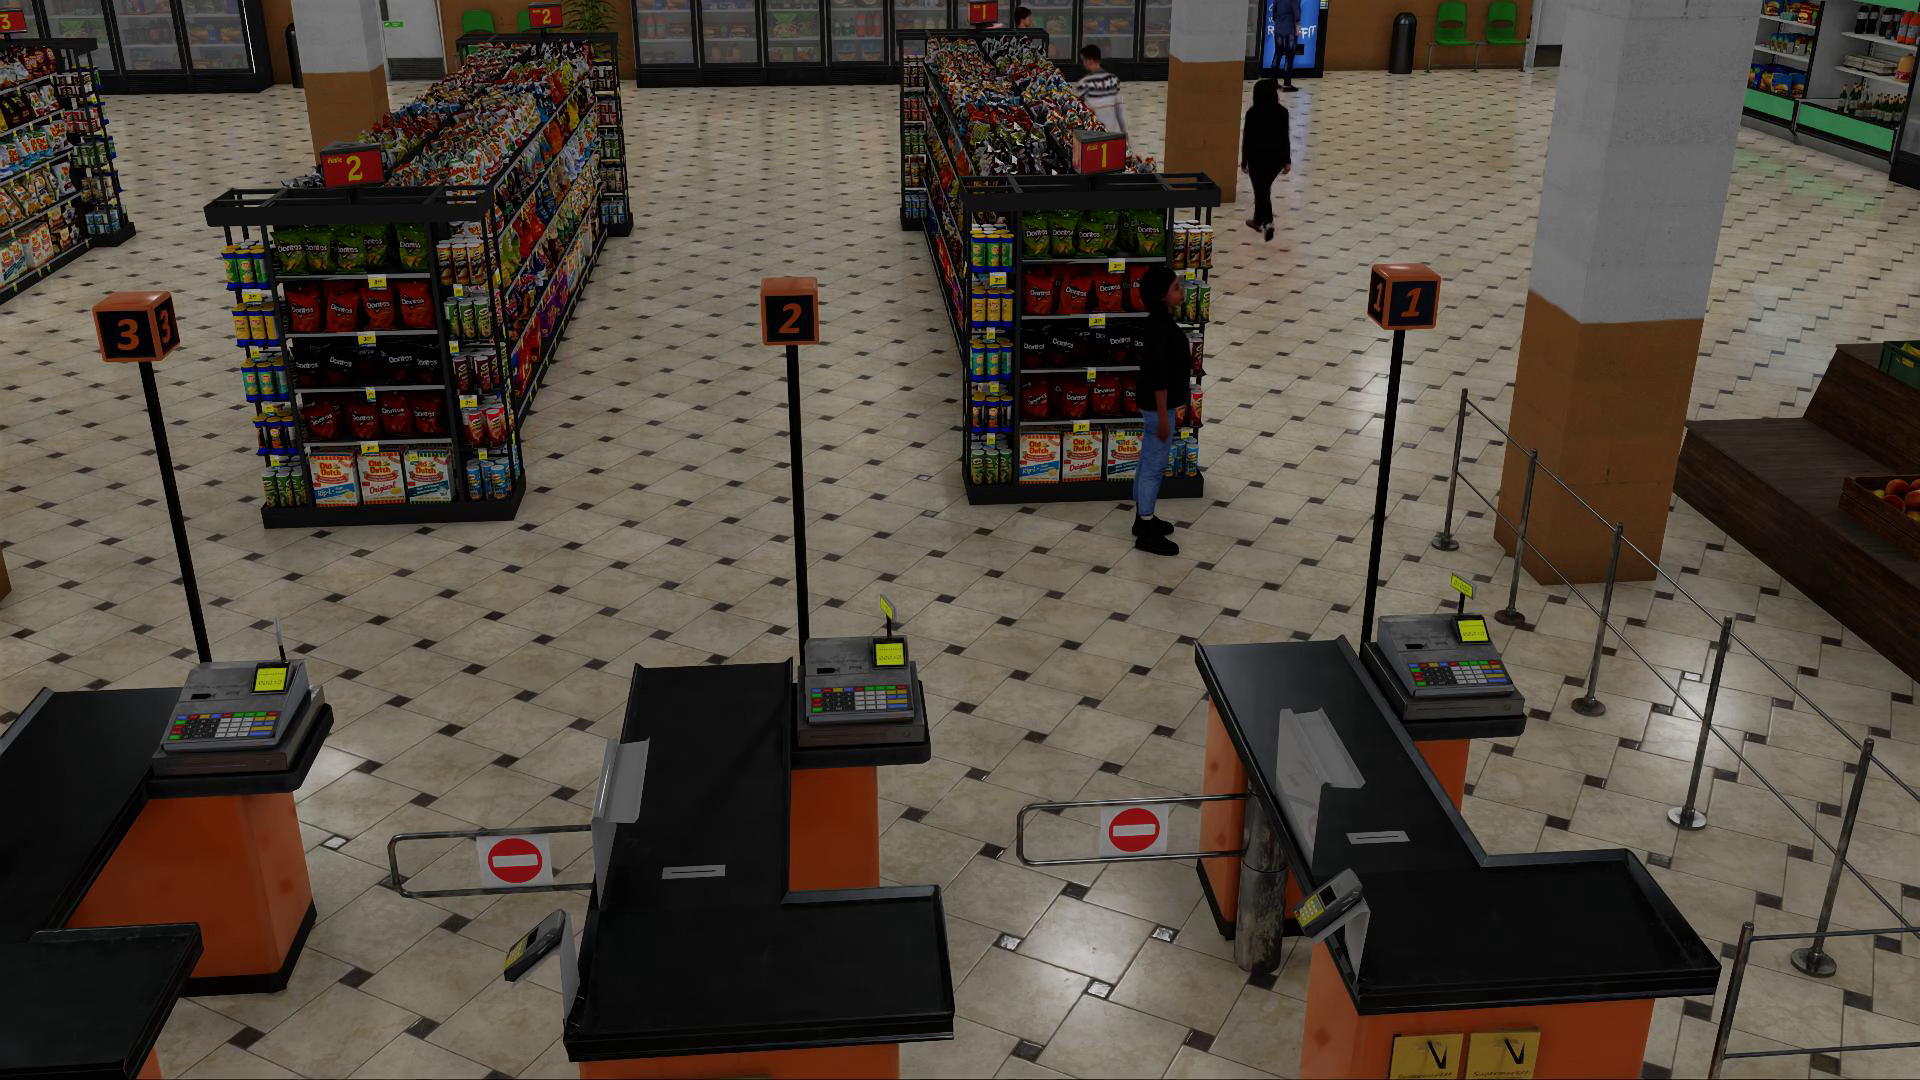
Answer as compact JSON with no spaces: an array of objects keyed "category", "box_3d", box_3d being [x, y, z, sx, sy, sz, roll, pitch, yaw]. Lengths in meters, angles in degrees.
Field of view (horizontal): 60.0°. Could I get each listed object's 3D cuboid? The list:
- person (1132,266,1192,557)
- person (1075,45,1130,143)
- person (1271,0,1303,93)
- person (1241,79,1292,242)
[{"category":"person","box_3d":[1.157,-0.769,9.782,0.648,1.702,0.510,1,24,3]},{"category":"person","box_3d":[1.519,-4.285,17.658,0.978,1.829,1.075,-11,26,-24]},{"category":"person","box_3d":[5.135,-8.002,26.156,0.864,1.825,0.735,-17,29,-34]},{"category":"person","box_3d":[3.141,-3.829,16.931,0.824,1.575,1.158,-5,24,-12]}]
